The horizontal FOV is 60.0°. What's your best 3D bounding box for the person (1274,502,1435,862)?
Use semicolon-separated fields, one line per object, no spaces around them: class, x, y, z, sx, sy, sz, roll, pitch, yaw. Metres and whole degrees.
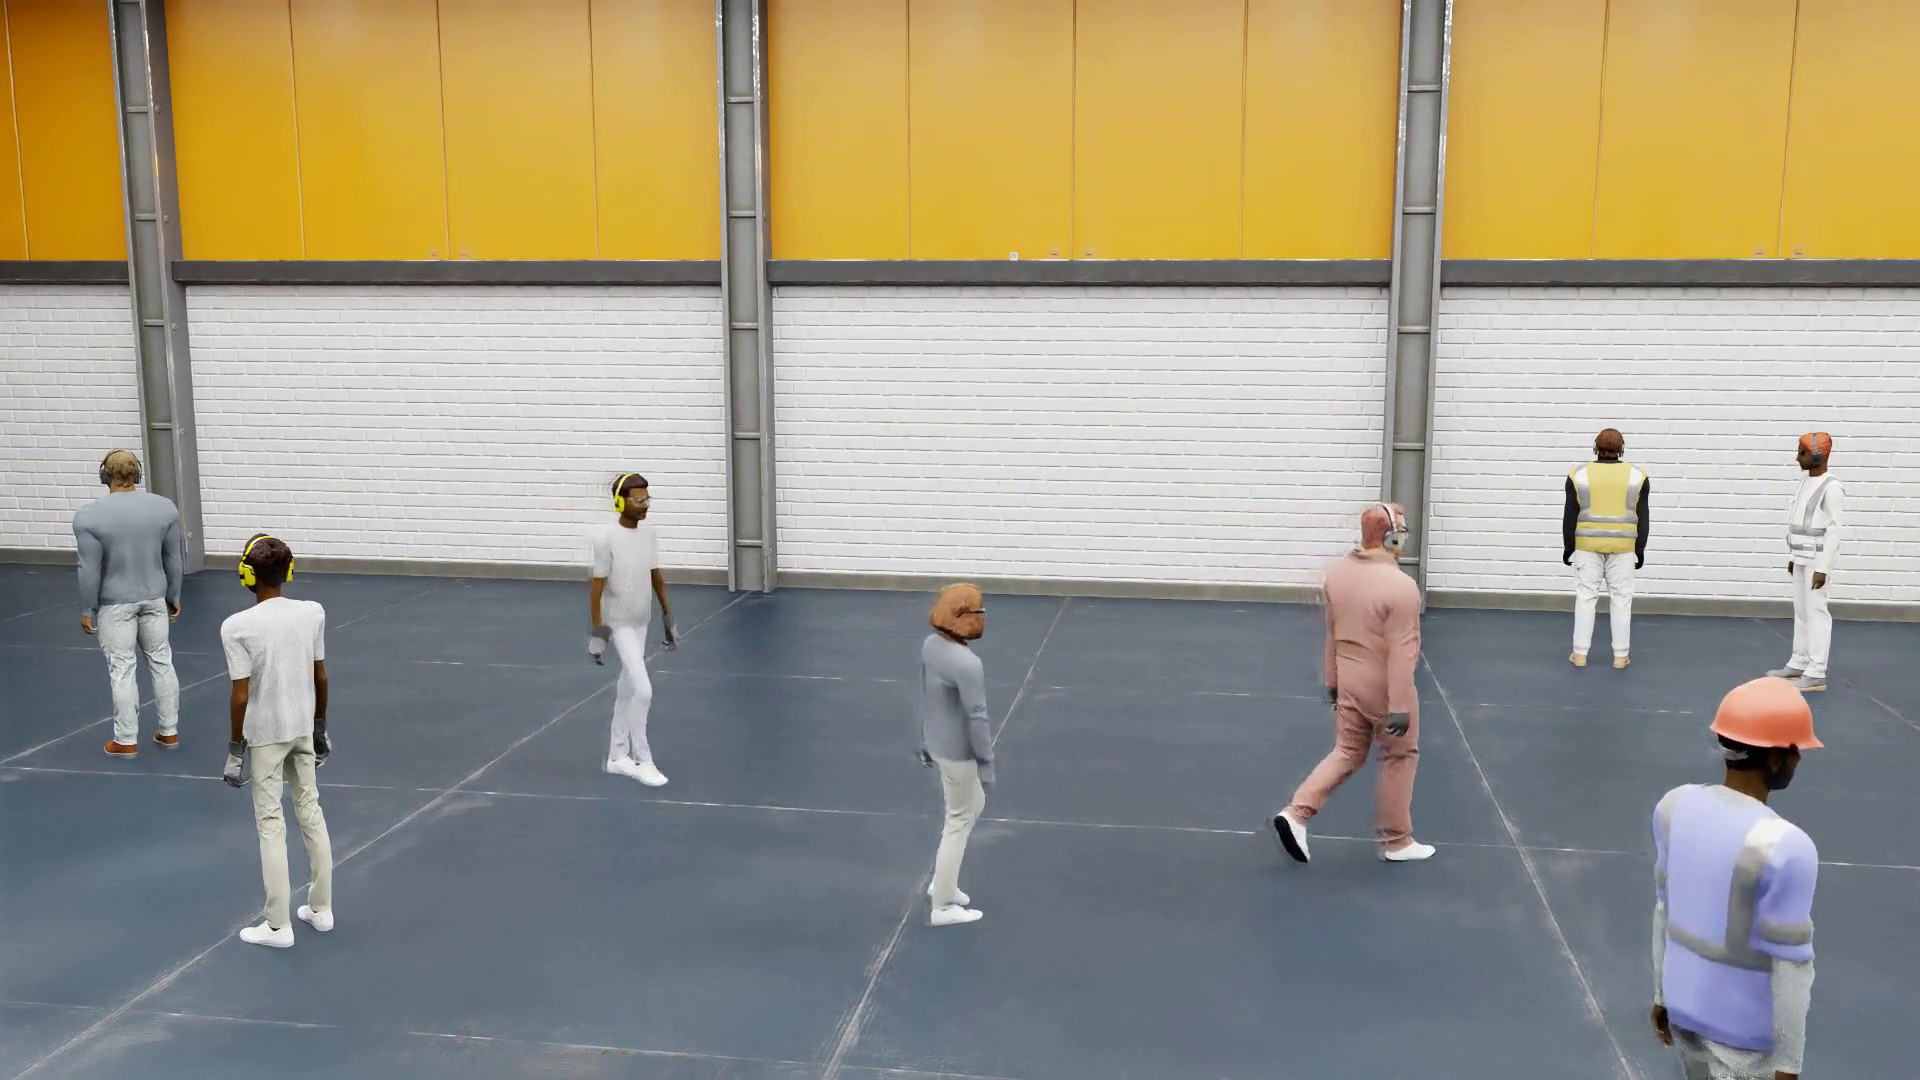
person;2.041;0.743;8.419;0.822;1.883;0.650;-4;10;-24

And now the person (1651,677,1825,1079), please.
person;2.105;1.333;4.708;0.791;1.914;0.551;-3;10;-18

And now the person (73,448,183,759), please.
person;-5.173;0.393;10.389;0.367;1.939;0.635;8;12;40

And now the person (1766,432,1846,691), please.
person;6.157;0.151;12.040;0.354;1.886;0.572;1;9;7

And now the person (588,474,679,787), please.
person;-1.870;0.528;9.827;0.693;1.846;0.550;5;10;28

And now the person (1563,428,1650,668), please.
person;4.930;0.062;12.729;0.619;1.845;0.430;3;10;17

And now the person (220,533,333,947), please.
person;-3.077;0.897;7.493;0.328;1.872;0.514;6;11;32

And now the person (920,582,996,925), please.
person;0.010;0.989;7.708;0.403;1.613;0.526;-4;10;-25
